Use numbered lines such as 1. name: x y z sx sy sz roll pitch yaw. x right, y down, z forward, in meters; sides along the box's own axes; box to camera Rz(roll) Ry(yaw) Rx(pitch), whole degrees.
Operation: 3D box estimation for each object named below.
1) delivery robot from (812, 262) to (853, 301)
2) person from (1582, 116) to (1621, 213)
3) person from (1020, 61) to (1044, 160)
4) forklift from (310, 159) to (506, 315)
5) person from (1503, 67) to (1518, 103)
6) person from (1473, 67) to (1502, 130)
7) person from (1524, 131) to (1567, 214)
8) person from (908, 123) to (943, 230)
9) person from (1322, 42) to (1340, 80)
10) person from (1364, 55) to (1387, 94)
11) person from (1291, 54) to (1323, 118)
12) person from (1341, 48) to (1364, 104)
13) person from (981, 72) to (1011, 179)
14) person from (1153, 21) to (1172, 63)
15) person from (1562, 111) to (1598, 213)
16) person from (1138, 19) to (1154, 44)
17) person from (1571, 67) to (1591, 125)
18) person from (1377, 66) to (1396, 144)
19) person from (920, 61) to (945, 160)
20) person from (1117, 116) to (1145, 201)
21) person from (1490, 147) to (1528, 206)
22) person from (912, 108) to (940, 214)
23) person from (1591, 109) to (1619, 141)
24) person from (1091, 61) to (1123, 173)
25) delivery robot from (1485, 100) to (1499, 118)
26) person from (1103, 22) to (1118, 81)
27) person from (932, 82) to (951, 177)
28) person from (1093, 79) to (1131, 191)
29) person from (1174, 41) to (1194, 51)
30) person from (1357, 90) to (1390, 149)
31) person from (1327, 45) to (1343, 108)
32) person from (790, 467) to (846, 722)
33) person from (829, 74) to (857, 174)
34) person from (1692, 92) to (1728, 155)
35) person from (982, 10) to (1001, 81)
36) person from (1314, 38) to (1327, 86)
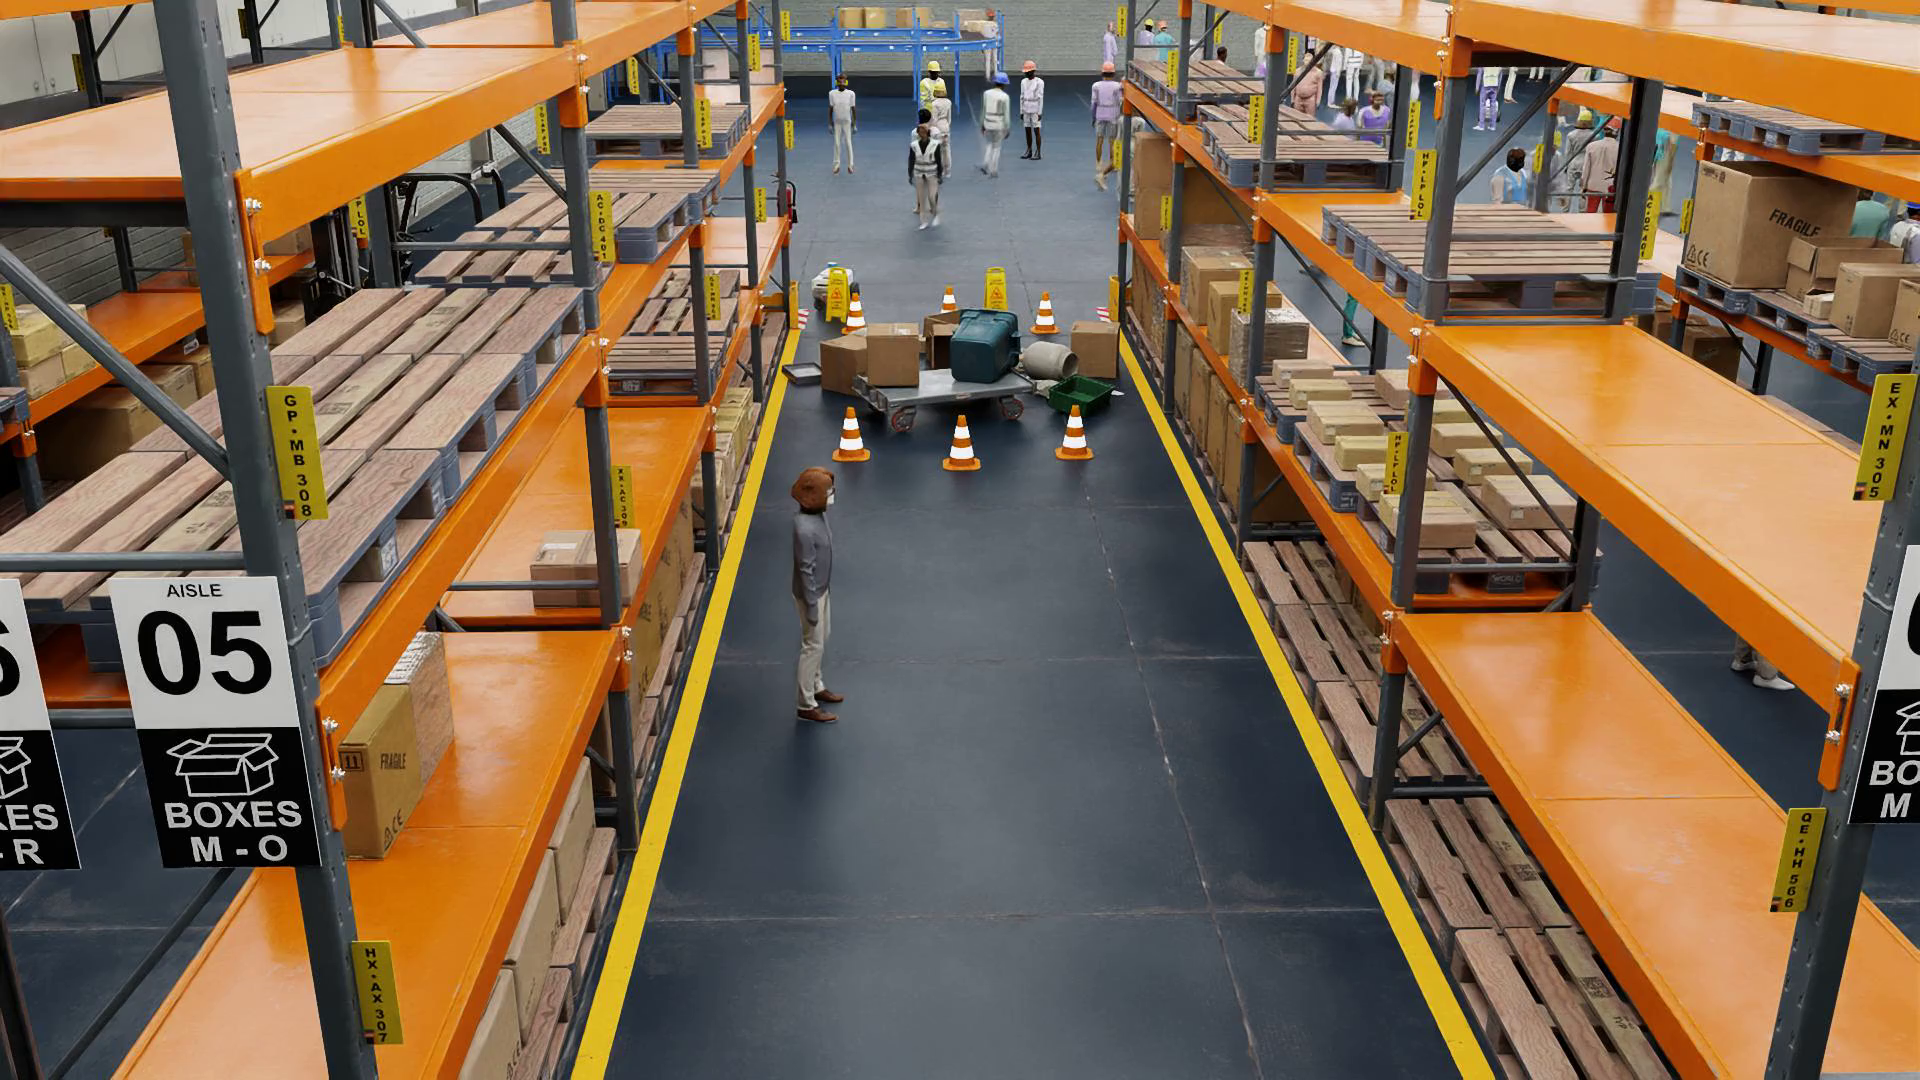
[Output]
1. delivery robot: -1.597 -3.232 20.834 0.477 0.478 0.707 5 21 14
2. person: 9.160 -5.011 23.671 0.609 1.988 0.392 17 26 37
3. person: 1.405 -8.551 33.129 0.547 1.923 0.391 17 26 37
4. forklift: -5.622 -2.910 17.832 2.313 2.155 1.214 -1 21 -1
5. person: 14.359 -12.283 43.065 0.323 1.865 0.518 2 21 4
6. person: 11.983 -10.262 37.679 0.602 1.905 0.408 -4 21 -10
7. person: 8.311 -4.908 23.660 0.605 1.793 0.569 -8 22 -20
8. person: -0.542 -5.634 25.814 0.549 1.625 0.372 6 22 15
9. person: 10.855 -14.334 48.829 0.553 1.625 0.521 16 26 37
10. person: 11.387 -13.076 44.917 1.004 2.000 0.695 17 26 37
11. person: 7.262 -9.243 34.974 0.655 1.904 0.407 11 23 26
12. person: 10.101 -12.162 42.720 0.580 1.882 0.347 -11 23 -27
13. person: 0.679 -7.655 30.749 0.638 1.922 0.436 17 27 38
14. person: 5.315 -12.684 43.943 0.623 1.992 0.396 -14 25 -32
15. person: 9.864 -5.941 26.474 0.486 1.743 0.299 11 23 26
16. person: 5.137 -13.343 45.793 0.392 1.917 0.589 -14 25 -33
17. person: 14.472 -10.478 38.631 0.288 1.623 0.507 13 24 30
18. person: 8.164 -8.112 31.965 0.391 1.931 0.622 -4 21 -11
19. person: -0.521 -8.515 33.017 0.594 1.926 0.369 -16 26 -36
20. person: 2.918 -6.661 28.392 0.494 1.729 0.324 8 22 20
21. person: 7.168 -4.221 21.811 0.627 1.834 0.432 -14 25 -33
22. person: -0.561 -6.190 27.206 0.536 1.693 0.320 -12 24 -29
23. person: 12.962 -8.597 33.425 0.960 1.798 0.526 -15 25 -34
24. person: 2.787 -8.002 31.495 0.612 2.047 0.361 6 22 16
25. delivery robot: 12.583 -10.267 39.427 0.477 0.478 0.707 7 22 17
26. person: 4.050 -12.985 44.884 0.400 1.900 0.636 2 21 4
27. person: -0.368 -7.601 30.859 0.295 1.743 0.493 17 27 38
28. person: 2.856 -7.150 29.312 0.922 2.014 0.632 3 21 7
29. person: 6.018 -13.006 45.183 0.594 1.704 0.870 -9 23 -23
30. person: 7.179 -6.929 28.998 0.591 1.805 0.531 -4 21 -11
31. person: 9.490 -11.780 41.882 0.335 1.762 0.526 1 21 3
32. person: -0.874 0.326 10.078 0.289 1.622 0.508 1 21 4
33. person: -2.206 -7.845 31.360 0.530 1.856 0.369 2 21 4
34. person: 15.292 -8.782 33.787 0.356 1.882 0.574 -10 23 -25
35. person: 0.904 -14.446 48.621 0.620 1.989 0.405 -6 22 -16
36. person: 10.212 -13.815 47.027 0.382 1.929 0.541 12 24 29
